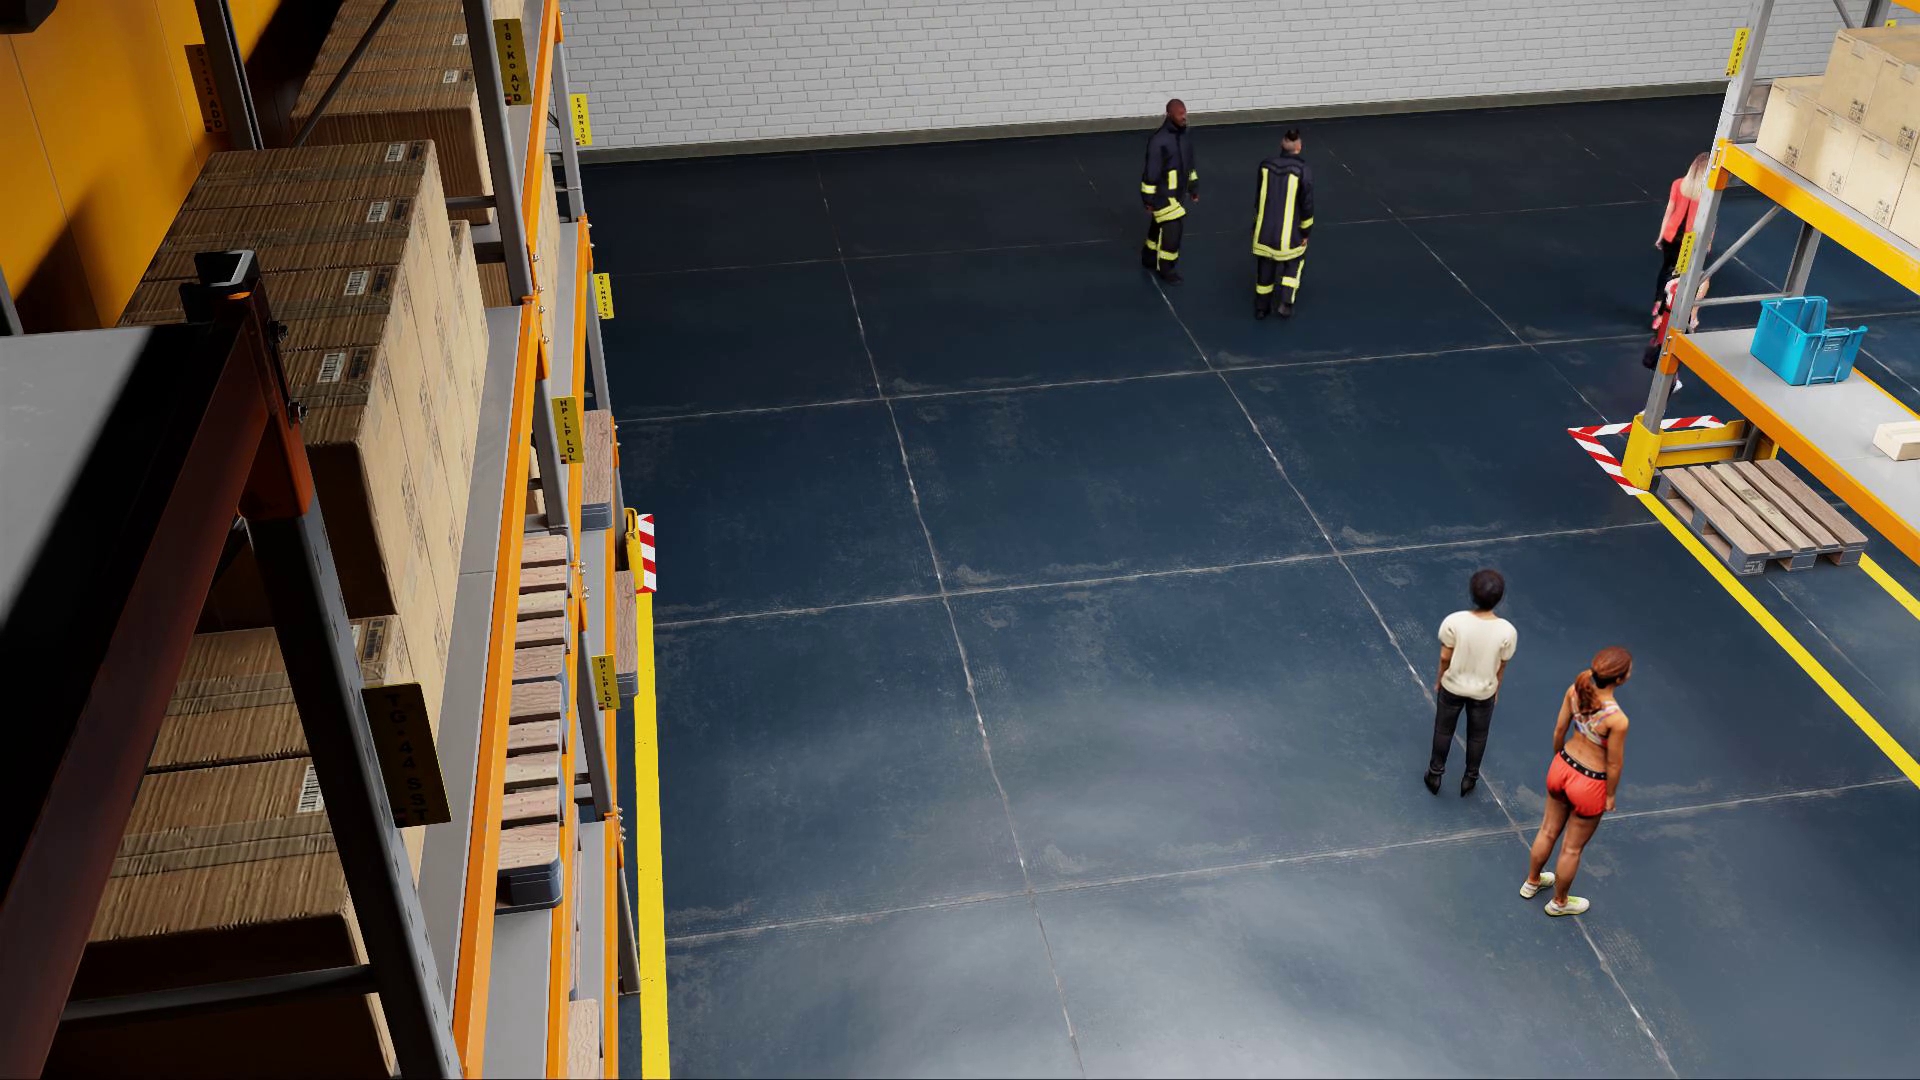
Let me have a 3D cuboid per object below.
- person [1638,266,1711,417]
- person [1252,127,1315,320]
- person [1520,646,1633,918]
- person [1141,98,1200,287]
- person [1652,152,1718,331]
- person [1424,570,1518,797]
[{"bbox_3d":[6.032,-1.772,13.836,0.702,1.643,0.702,-12,35,-17],"label":"person"},{"bbox_3d":[2.914,-2.873,15.305,0.910,1.851,0.958,18,38,25],"label":"person"},{"bbox_3d":[3.371,1.314,9.059,0.713,1.791,0.594,-17,37,-24],"label":"person"},{"bbox_3d":[1.952,-3.450,16.217,1.055,1.801,0.991,25,41,32],"label":"person"},{"bbox_3d":[6.571,-2.699,15.200,0.750,1.676,0.812,28,42,35],"label":"person"},{"bbox_3d":[3.027,0.873,9.904,0.655,1.589,0.628,9,35,13],"label":"person"}]
